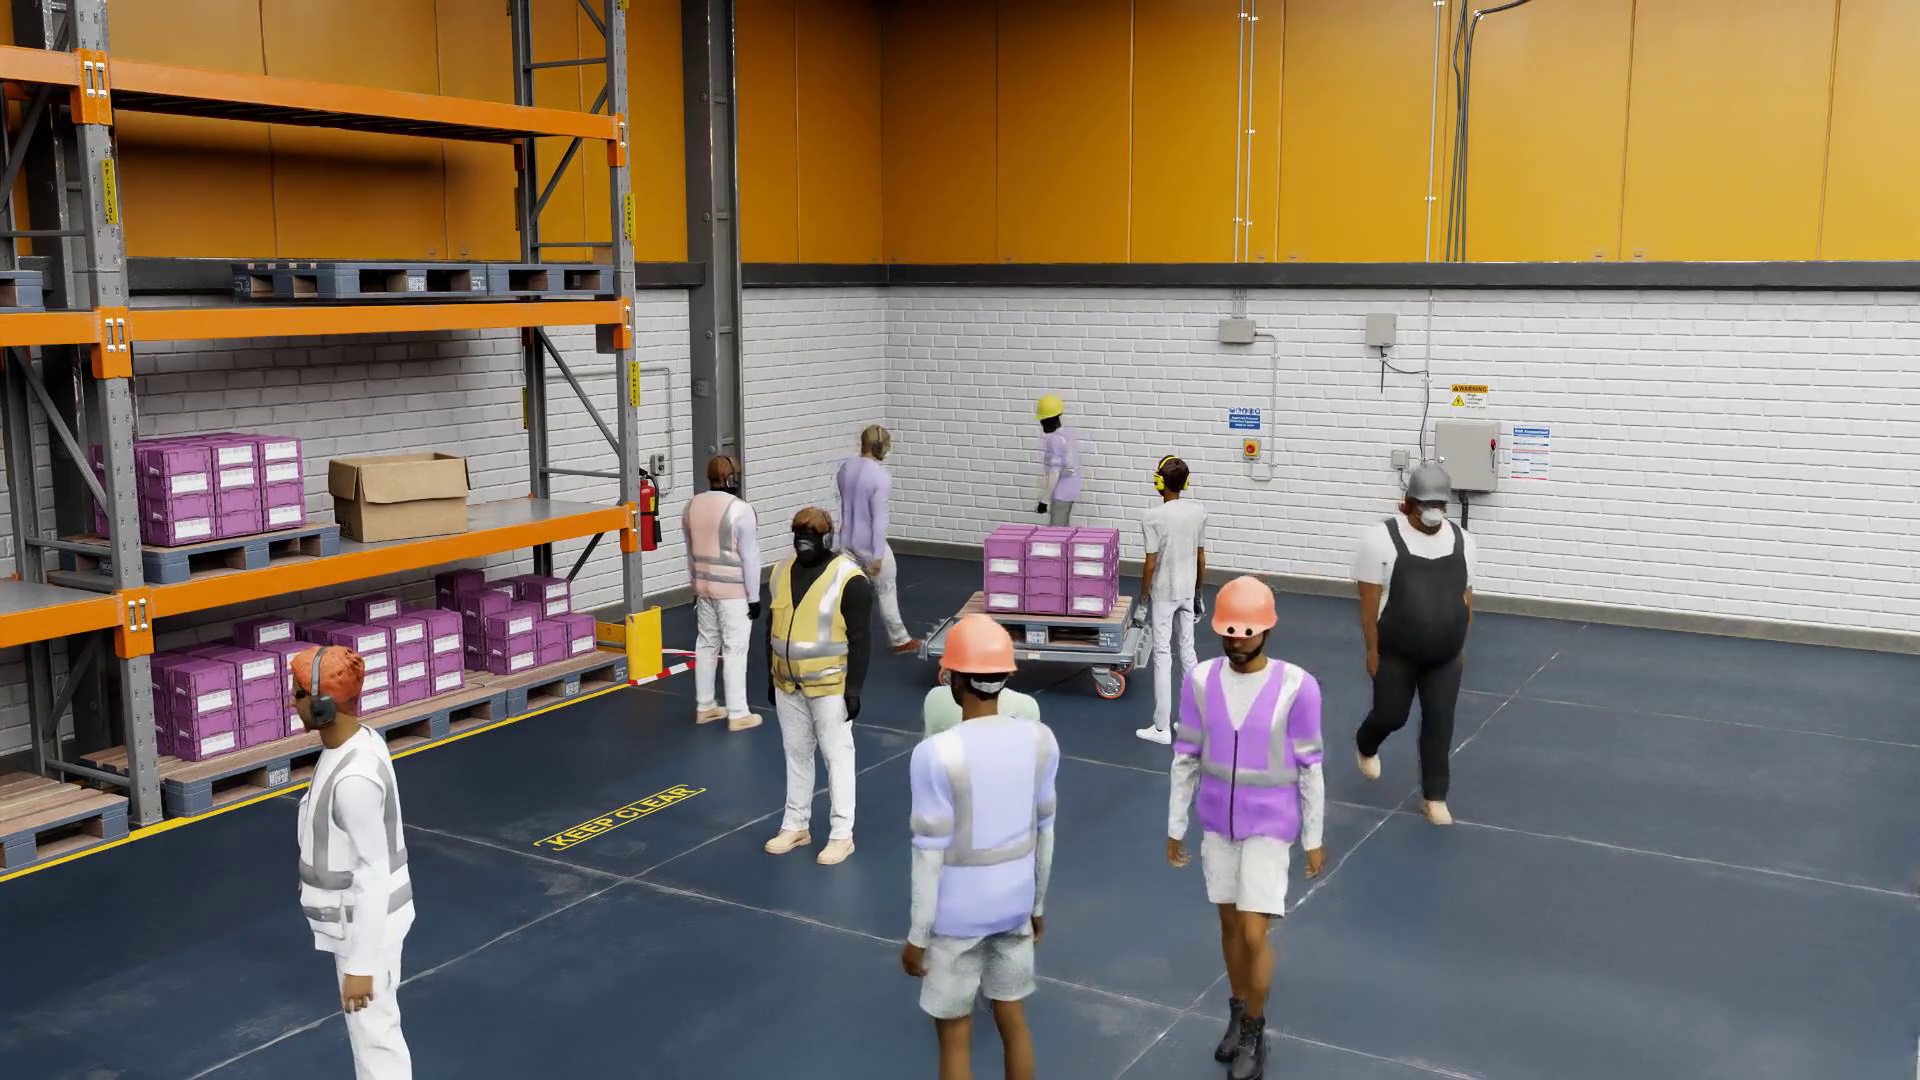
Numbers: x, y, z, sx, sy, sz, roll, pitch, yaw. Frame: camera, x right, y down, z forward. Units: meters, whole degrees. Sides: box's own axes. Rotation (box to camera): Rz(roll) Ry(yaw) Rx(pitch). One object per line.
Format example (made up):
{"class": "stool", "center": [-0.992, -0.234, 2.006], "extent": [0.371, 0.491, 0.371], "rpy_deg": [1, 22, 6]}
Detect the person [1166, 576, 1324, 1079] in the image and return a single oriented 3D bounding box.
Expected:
{"class": "person", "center": [1.033, 1.083, 6.230], "extent": [0.582, 1.915, 0.628], "rpy_deg": [6, 11, 32]}

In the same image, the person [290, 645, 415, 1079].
{"class": "person", "center": [-1.930, 1.250, 5.311], "extent": [0.360, 1.882, 0.575], "rpy_deg": [-4, 10, -23]}

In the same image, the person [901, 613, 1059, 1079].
{"class": "person", "center": [0.056, 1.199, 5.467], "extent": [0.553, 1.935, 0.366], "rpy_deg": [-6, 11, -33]}

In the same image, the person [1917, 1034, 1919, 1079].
{"class": "person", "center": [2.500, 1.609, 3.929], "extent": [0.535, 1.590, 0.877], "rpy_deg": [-1, 9, -5]}

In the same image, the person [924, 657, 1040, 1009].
{"class": "person", "center": [0.067, 1.143, 6.802], "extent": [0.511, 1.622, 0.457], "rpy_deg": [3, 9, 16]}

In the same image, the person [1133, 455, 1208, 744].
{"class": "person", "center": [1.354, 0.383, 10.756], "extent": [0.521, 1.874, 0.328], "rpy_deg": [-5, 10, -27]}

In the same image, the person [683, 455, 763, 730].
{"class": "person", "center": [-1.561, 0.347, 11.122], "extent": [0.618, 1.836, 0.430], "rpy_deg": [7, 11, 37]}

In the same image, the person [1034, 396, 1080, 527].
{"class": "person", "center": [0.929, -0.426, 15.779], "extent": [0.420, 1.886, 0.856], "rpy_deg": [2, 9, 10]}

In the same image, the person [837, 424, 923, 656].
{"class": "person", "center": [-0.743, 0.041, 12.905], "extent": [0.646, 1.879, 1.069], "rpy_deg": [9, 13, 44]}

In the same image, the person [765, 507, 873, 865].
{"class": "person", "center": [-0.762, 0.744, 8.600], "extent": [0.636, 1.842, 0.429], "rpy_deg": [6, 11, 32]}

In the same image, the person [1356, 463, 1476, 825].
{"class": "person", "center": [2.543, 0.526, 9.336], "extent": [0.683, 2.000, 0.742], "rpy_deg": [-1, 9, -5]}
